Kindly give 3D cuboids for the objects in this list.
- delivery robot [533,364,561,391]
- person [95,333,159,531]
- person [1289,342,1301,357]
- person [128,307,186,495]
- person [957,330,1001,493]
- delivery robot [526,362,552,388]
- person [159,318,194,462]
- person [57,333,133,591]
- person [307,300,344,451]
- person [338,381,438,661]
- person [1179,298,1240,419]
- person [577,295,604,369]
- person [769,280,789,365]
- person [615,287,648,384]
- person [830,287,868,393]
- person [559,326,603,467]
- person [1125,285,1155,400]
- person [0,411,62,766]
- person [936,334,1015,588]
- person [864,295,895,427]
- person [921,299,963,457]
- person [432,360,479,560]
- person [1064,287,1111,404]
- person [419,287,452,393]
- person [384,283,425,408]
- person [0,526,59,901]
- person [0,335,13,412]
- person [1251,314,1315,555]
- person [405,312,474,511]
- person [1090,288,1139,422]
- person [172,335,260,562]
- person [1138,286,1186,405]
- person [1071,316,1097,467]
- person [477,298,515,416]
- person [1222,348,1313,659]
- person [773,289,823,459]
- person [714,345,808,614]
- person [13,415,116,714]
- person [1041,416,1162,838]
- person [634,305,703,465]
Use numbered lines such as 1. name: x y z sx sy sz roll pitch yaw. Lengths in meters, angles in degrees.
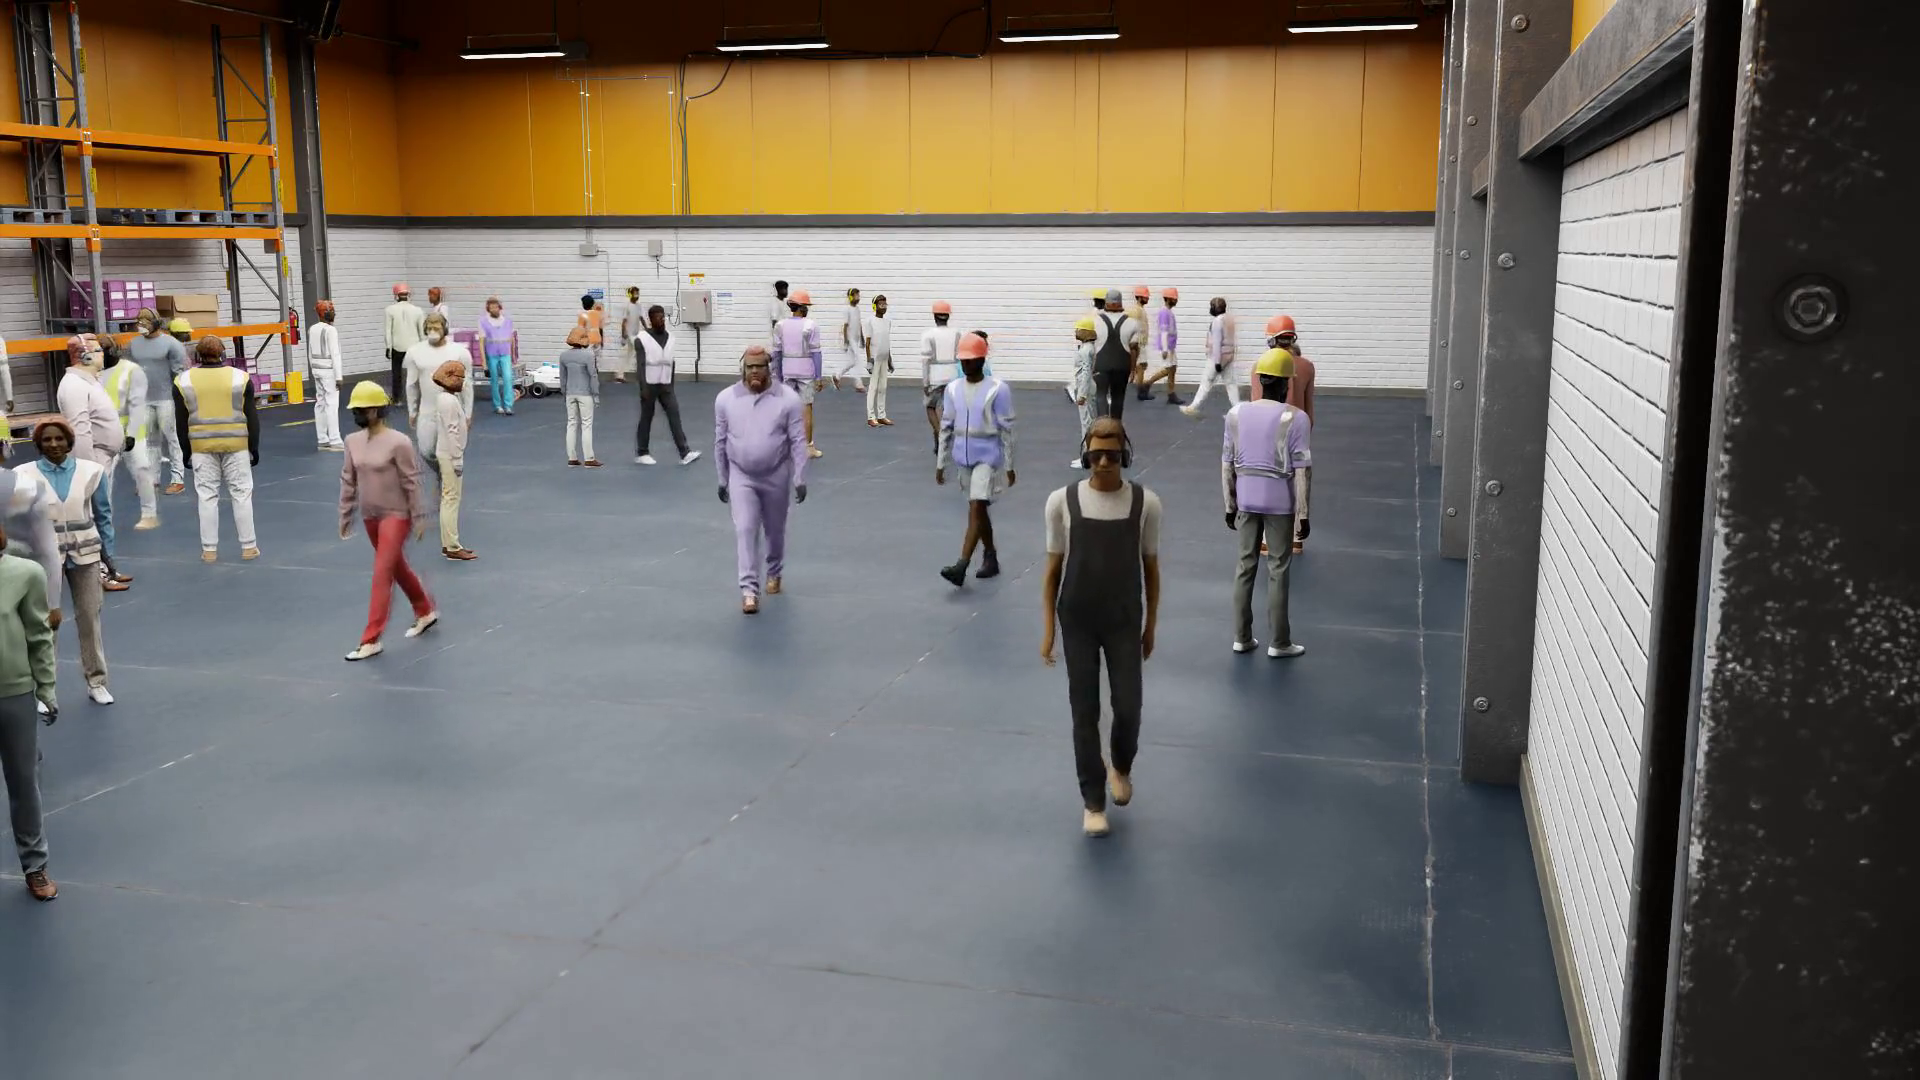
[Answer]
1. delivery robot: -6.843 -2.726 28.125 0.707 0.478 0.477 0 10 3
2. person: -7.466 -0.918 14.670 0.622 1.791 0.944 1 10 6
3. person: 3.394 -1.296 17.380 0.520 1.594 0.774 1 10 3
4. person: -8.270 -1.426 17.136 0.627 1.933 0.371 2 10 10
5. person: 0.184 -1.324 17.234 0.357 1.694 0.544 -6 12 -32
6. delivery robot: -7.121 -2.813 28.617 0.707 0.478 0.477 -6 12 -33
7. person: -9.222 -1.763 19.662 0.929 1.724 0.532 -3 11 -19
8. person: -6.430 -0.576 12.378 0.408 1.913 0.644 -4 11 -21
9. person: -7.907 -2.046 20.799 0.575 1.877 0.362 8 13 39
10. person: -3.651 -0.163 10.585 0.538 1.720 0.914 5 11 24
11. person: 3.768 -2.680 24.625 0.953 1.792 0.624 7 12 33
12. person: -6.707 -3.559 29.917 0.619 1.672 0.543 7 12 34
13. person: -3.319 -3.767 30.325 0.701 1.948 0.631 3 10 15
14. person: -6.000 -3.784 30.839 1.002 1.809 0.532 2 10 13
15. person: -1.914 -3.505 29.170 0.771 1.845 0.524 3 11 18
16. person: -4.397 -1.653 19.263 0.507 1.633 0.276 4 11 23
17. person: 2.933 -3.292 27.736 0.622 1.921 0.550 3 11 18
18. person: -4.582 0.277 7.865 0.604 1.811 0.608 -3 10 -15
19. person: 0.062 -0.595 12.526 0.571 1.890 0.984 6 12 31
20. person: -1.138 -2.548 23.662 0.329 1.872 0.508 8 13 39
21. person: -0.206 -1.948 20.114 0.552 1.921 0.474 -3 10 -17
22. person: -4.141 -0.655 13.609 0.280 1.633 0.498 -4 11 -22
23. person: 2.143 -3.134 26.902 0.819 1.903 0.595 -1 10 -3
24. person: -9.106 -3.434 28.752 0.836 1.850 0.566 -10 14 -43
25. person: -8.844 -3.082 26.418 0.658 1.956 0.940 -6 12 -31
26. person: -3.751 0.618 6.402 0.502 1.633 0.280 -6 12 -32
27. person: -10.507 -1.579 17.783 0.613 2.009 1.001 -3 10 -15
28. person: 2.640 -0.866 13.781 0.612 1.994 0.395 -4 11 -23
29. person: -5.027 -1.246 16.127 0.649 1.926 0.501 -1 10 -5
30. person: 1.992 -2.296 21.752 0.693 2.000 0.765 0 10 -1
31. person: -6.014 -0.742 13.509 0.627 1.846 0.429 -4 11 -22
32. person: 3.296 -3.139 26.870 0.694 1.920 0.556 3 10 16
33. person: 1.436 -1.713 19.285 0.289 1.746 0.487 1 10 7
34. person: -6.968 -2.756 25.096 0.577 1.772 0.919 -5 11 -28
35. person: 1.921 -0.227 10.354 0.594 1.925 0.376 8 13 38
36. person: -1.931 -1.992 20.029 0.615 2.039 0.383 4 11 20
37. person: -1.422 -0.471 11.924 0.656 1.867 0.969 -1 10 -5
38. person: -4.934 0.126 9.171 0.516 1.640 0.314 -7 12 -36
39. person: 0.610 0.368 7.262 0.516 1.830 0.467 1 10 4
40. person: -3.450 -1.777 19.307 0.998 1.863 0.602 9 14 43
